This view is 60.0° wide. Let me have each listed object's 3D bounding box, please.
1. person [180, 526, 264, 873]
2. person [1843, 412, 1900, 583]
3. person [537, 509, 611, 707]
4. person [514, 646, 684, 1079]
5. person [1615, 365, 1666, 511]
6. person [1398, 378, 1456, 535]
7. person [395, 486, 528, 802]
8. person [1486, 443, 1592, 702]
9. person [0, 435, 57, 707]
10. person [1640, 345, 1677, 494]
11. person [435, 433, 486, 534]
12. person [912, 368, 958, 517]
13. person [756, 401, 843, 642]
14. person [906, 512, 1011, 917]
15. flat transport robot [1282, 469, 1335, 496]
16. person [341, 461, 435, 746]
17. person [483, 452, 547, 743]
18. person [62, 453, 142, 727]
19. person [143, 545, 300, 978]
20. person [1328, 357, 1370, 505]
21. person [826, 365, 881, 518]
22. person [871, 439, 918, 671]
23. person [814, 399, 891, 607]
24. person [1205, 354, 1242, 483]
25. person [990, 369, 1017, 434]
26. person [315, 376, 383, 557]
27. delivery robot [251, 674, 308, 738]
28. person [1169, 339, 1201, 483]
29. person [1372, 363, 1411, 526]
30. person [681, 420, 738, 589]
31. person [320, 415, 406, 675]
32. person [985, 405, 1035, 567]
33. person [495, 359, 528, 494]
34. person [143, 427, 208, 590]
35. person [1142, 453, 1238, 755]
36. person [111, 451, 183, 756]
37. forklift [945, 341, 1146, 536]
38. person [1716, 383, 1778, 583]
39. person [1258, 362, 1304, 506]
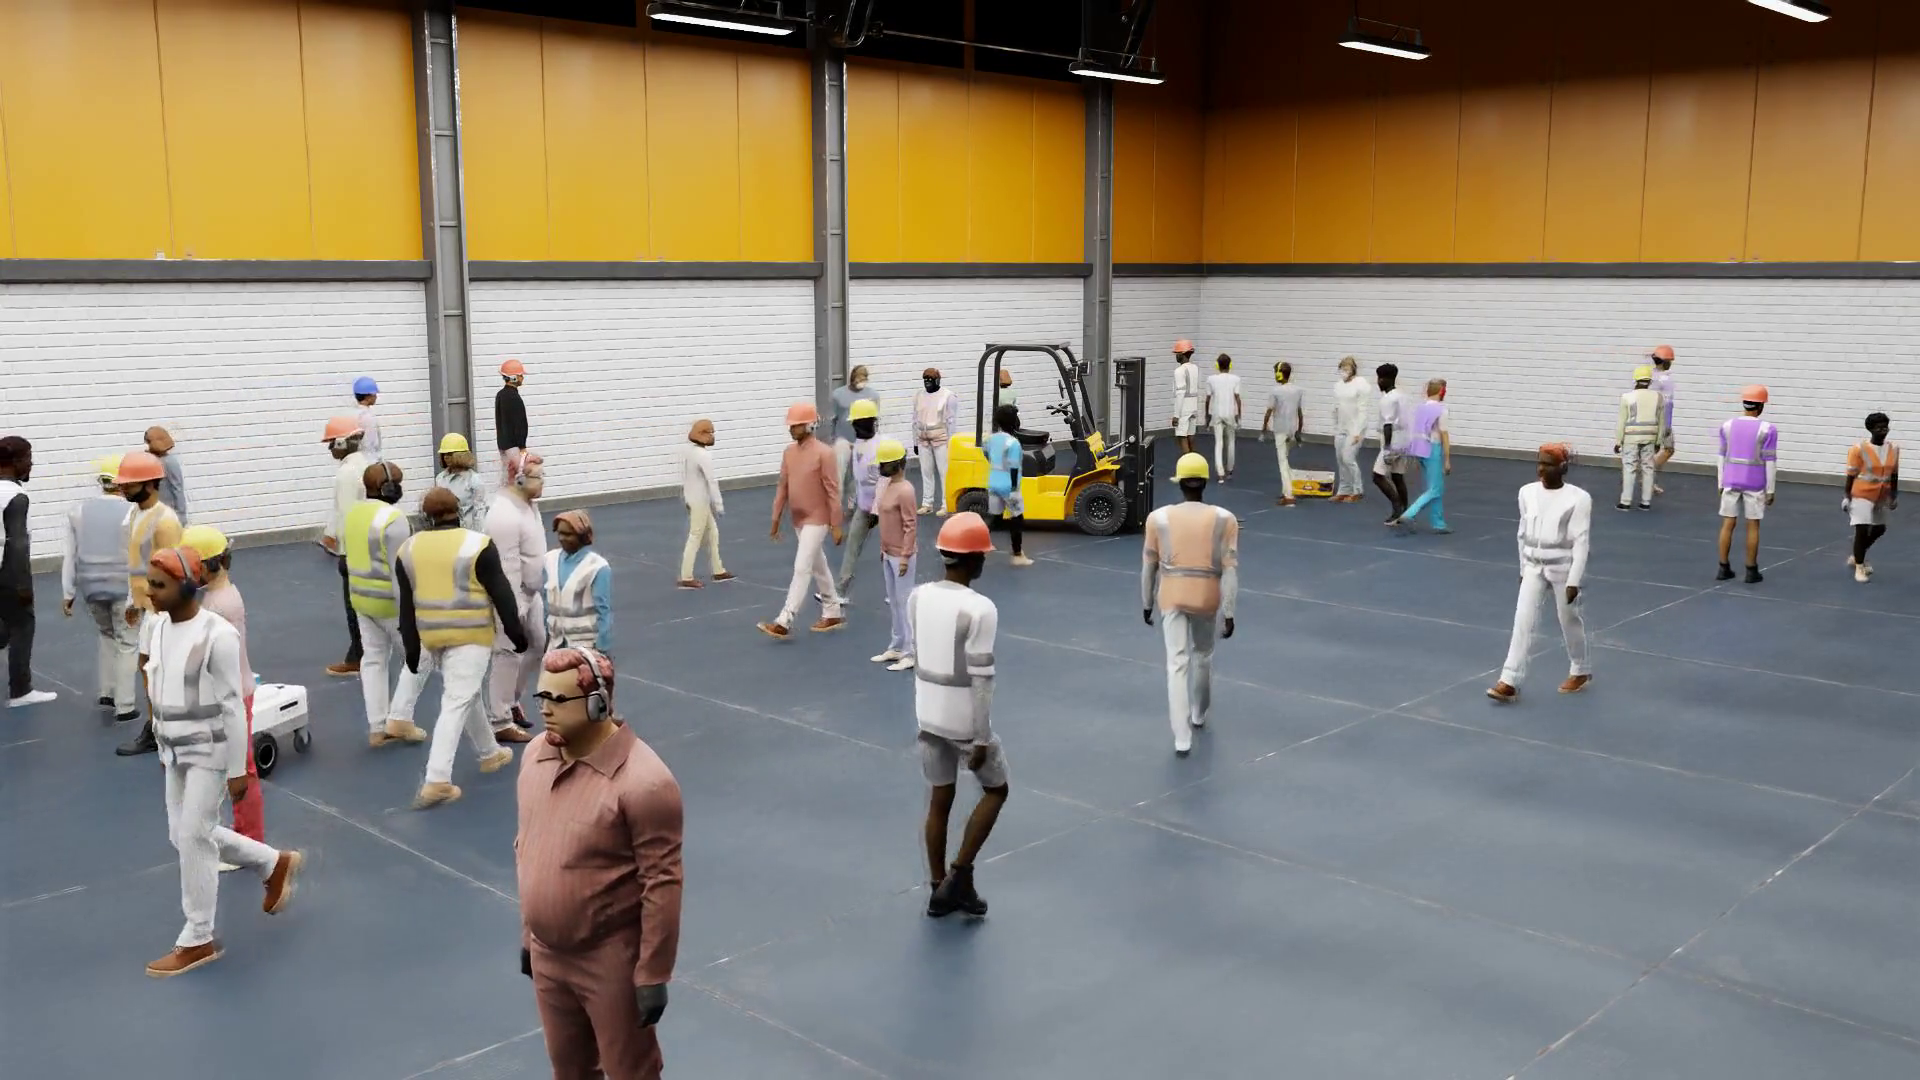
[{"bbox_3d":[-3.740,0.795,8.421,0.327,1.760,0.523,-5,11,-29],"label":"person"},{"bbox_3d":[8.838,-0.436,16.260,0.556,1.666,0.558,-2,9,-10],"label":"person"},{"bbox_3d":[-2.276,0.624,9.842,0.531,1.623,0.368,5,11,29],"label":"person"},{"bbox_3d":[-1.143,1.261,5.108,0.643,1.909,0.399,7,11,35],"label":"person"},{"bbox_3d":[8.498,-1.266,20.825,0.596,1.831,0.404,-1,9,-3],"label":"person"},{"bbox_3d":[5.345,-0.942,18.918,0.651,1.811,0.586,-2,10,-13],"label":"person"},{"bbox_3d":[-2.937,0.581,9.683,0.630,1.781,0.998,3,10,19],"label":"person"},{"bbox_3d":[4.152,0.226,11.714,1.025,1.826,0.597,-7,12,-38],"label":"person"},{"bbox_3d":[-6.622,0.232,11.447,0.636,1.893,0.574,7,12,38],"label":"person"},{"bbox_3d":[9.345,-1.595,22.269,0.412,2.029,0.604,-4,10,-22],"label":"person"},{"bbox_3d":[-3.990,0.015,13.242,0.486,1.744,0.294,4,10,22],"label":"person"},{"bbox_3d":[-0.327,-1.201,20.450,0.618,1.835,0.432,5,11,29],"label":"person"},{"bbox_3d":[-1.342,-0.154,13.643,0.989,1.943,0.658,-8,12,-40],"label":"person"},{"bbox_3d":[-0.007,0.824,7.754,0.544,1.922,0.408,8,12,41],"label":"person"},{"bbox_3d":[4.761,-0.787,22.662,0.652,0.197,1.431,2,10,14],"label":"flat transport robot"},{"bbox_3d":[-3.619,0.410,10.558,0.659,1.826,0.482,7,12,38],"label":"person"},{"bbox_3d":[-2.834,0.374,10.633,0.448,1.883,0.659,0,9,1],"label":"person"},{"bbox_3d":[-5.629,0.333,11.127,0.645,1.800,0.549,0,9,1],"label":"person"},{"bbox_3d":[-3.281,0.925,7.319,0.580,1.864,0.721,6,11,33],"label":"person"},{"bbox_3d":[5.009,-1.398,21.395,0.450,1.909,0.656,-5,10,-27],"label":"person"},{"bbox_3d":[-1.286,-1.151,19.981,0.662,1.876,0.947,0,9,-2],"label":"person"},{"bbox_3d":[-0.495,0.110,12.617,0.327,1.761,0.522,-4,10,-22],"label":"person"},{"bbox_3d":[-0.824,-0.324,14.916,0.995,1.870,0.609,-7,11,-35],"label":"person"},{"bbox_3d":[3.782,-1.749,23.862,0.538,1.803,0.995,2,9,11],"label":"person"},{"bbox_3d":[0.602,-1.569,23.286,0.275,1.632,0.507,7,12,39],"label":"person"},{"bbox_3d":[-6.349,-0.769,17.530,0.921,1.916,0.601,-9,13,-44],"label":"person"},{"bbox_3d":[-4.322,1.063,10.165,0.477,0.478,0.707,2,10,13],"label":"delivery robot"},{"bbox_3d":[3.167,-1.826,23.614,0.394,2.042,0.611,6,11,33],"label":"person"},{"bbox_3d":[5.067,-1.106,19.535,0.503,1.931,0.650,6,11,34],"label":"person"},{"bbox_3d":[-2.365,-0.343,15.828,0.727,1.603,0.534,-5,10,-28],"label":"person"},{"bbox_3d":[-4.353,0.060,12.340,0.748,1.958,0.650,-1,9,-5],"label":"person"},{"bbox_3d":[0.398,-0.533,16.825,0.723,1.673,0.538,-5,11,-30],"label":"person"},{"bbox_3d":[-5.165,-1.093,19.265,0.383,1.996,0.609,-7,11,-35],"label":"person"},{"bbox_3d":[-7.386,-0.259,15.405,0.513,1.586,0.879,8,13,42],"label":"person"},{"bbox_3d":[1.463,0.376,10.657,0.594,1.862,1.005,1,9,6],"label":"person"},{"bbox_3d":[-4.989,0.374,10.518,0.738,1.920,0.537,-8,12,-41],"label":"person"},{"bbox_3d":[0.977,-1.223,19.452,2.313,2.155,1.214,2,9,11],"label":"forklift"},{"bbox_3d":[7.619,-0.546,16.104,0.542,1.935,0.377,9,13,44],"label":"person"},{"bbox_3d":[4.115,-1.364,21.396,0.510,1.842,0.662,-5,11,-30],"label":"person"}]
